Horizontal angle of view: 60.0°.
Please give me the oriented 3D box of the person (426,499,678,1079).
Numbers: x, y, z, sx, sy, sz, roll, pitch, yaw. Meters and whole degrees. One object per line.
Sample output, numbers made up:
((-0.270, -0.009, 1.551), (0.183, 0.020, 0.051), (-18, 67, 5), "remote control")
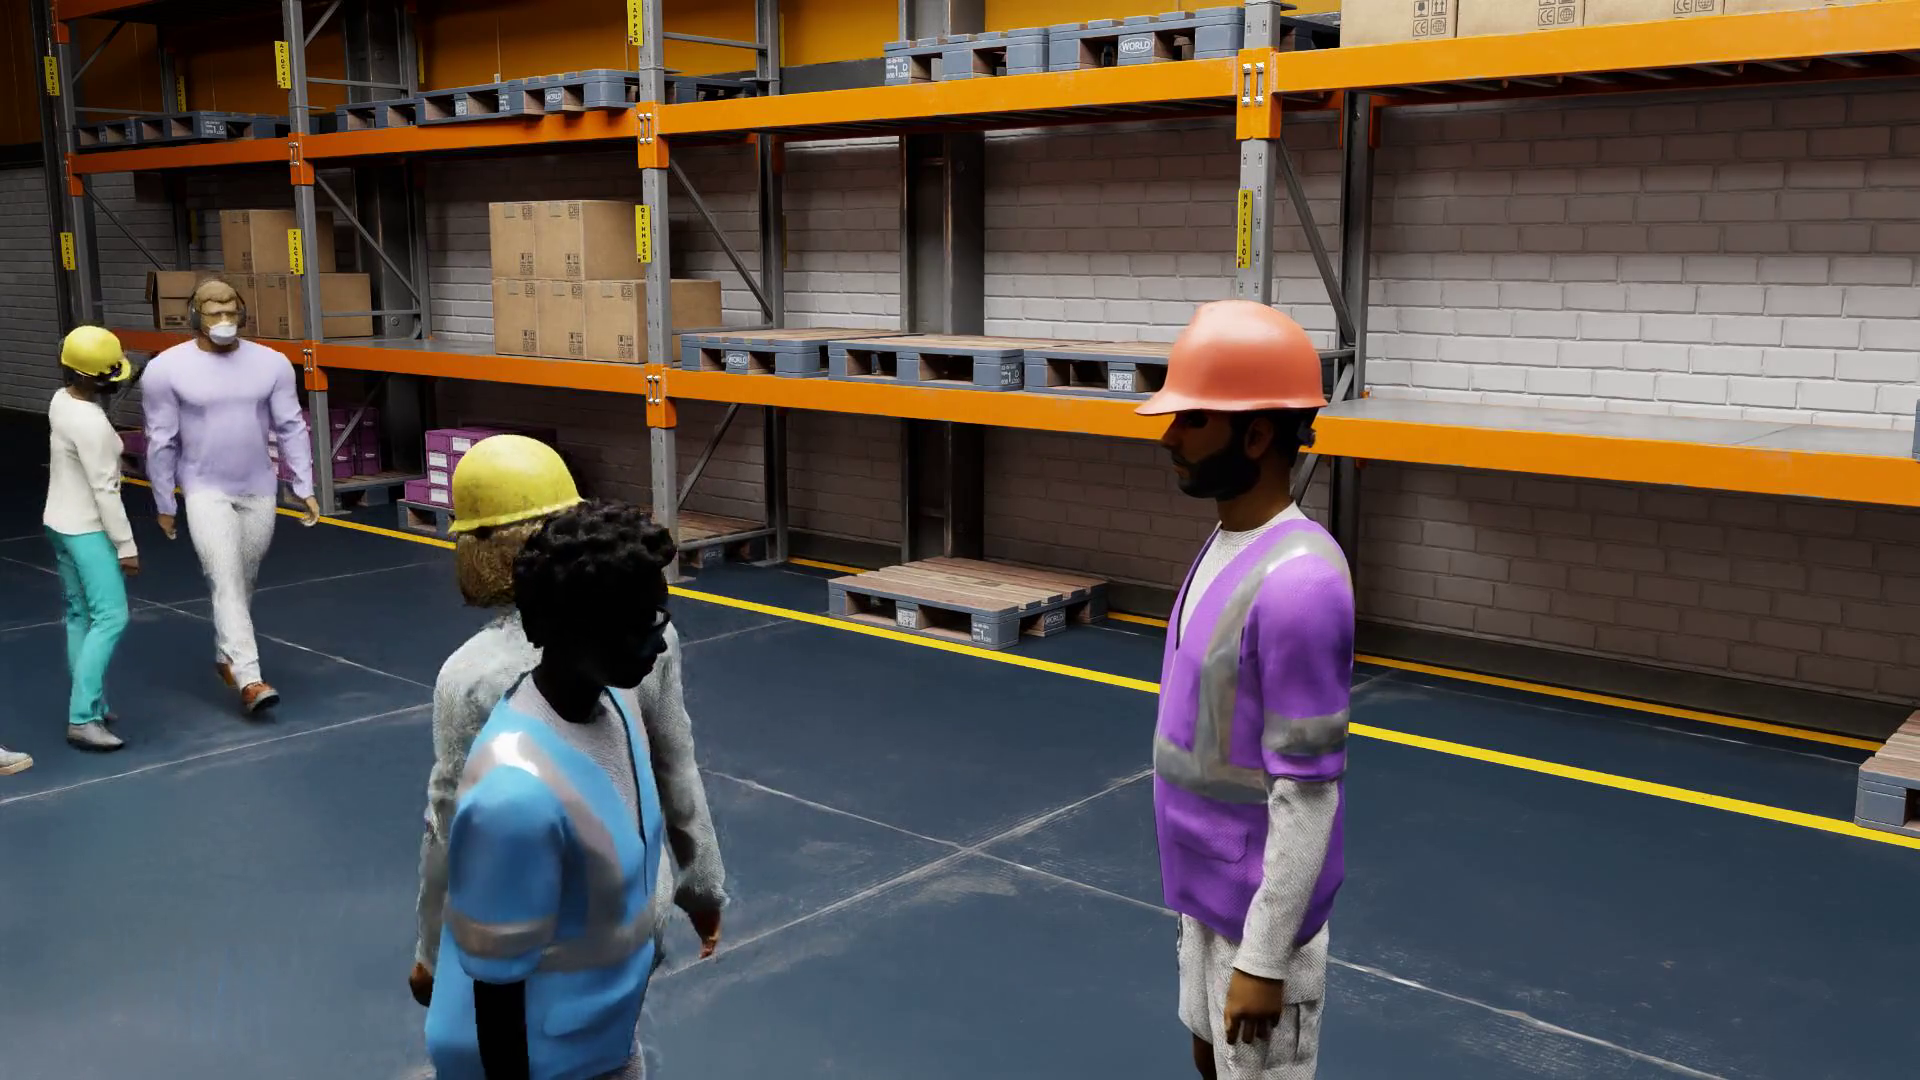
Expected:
((-0.680, 0.755, 2.517), (0.584, 1.668, 0.565), (0, 10, 2), "person")

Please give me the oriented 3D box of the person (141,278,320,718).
((-3.181, -0.194, 7.313), (0.647, 1.883, 1.009), (-9, 13, -40), "person")

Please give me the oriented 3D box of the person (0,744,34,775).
((-4.118, -0.038, 6.338), (0.919, 1.950, 0.697), (6, 12, 31), "person")

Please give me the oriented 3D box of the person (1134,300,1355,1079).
((0.458, 0.574, 2.807), (0.356, 1.938, 0.543), (-1, 10, -5), "person")

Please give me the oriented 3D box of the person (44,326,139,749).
((-3.558, -0.013, 6.797), (0.337, 1.719, 0.624), (-9, 14, -43), "person")

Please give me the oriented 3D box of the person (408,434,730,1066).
((-0.746, 0.659, 2.969), (0.836, 1.699, 0.516), (7, 12, 34), "person")
